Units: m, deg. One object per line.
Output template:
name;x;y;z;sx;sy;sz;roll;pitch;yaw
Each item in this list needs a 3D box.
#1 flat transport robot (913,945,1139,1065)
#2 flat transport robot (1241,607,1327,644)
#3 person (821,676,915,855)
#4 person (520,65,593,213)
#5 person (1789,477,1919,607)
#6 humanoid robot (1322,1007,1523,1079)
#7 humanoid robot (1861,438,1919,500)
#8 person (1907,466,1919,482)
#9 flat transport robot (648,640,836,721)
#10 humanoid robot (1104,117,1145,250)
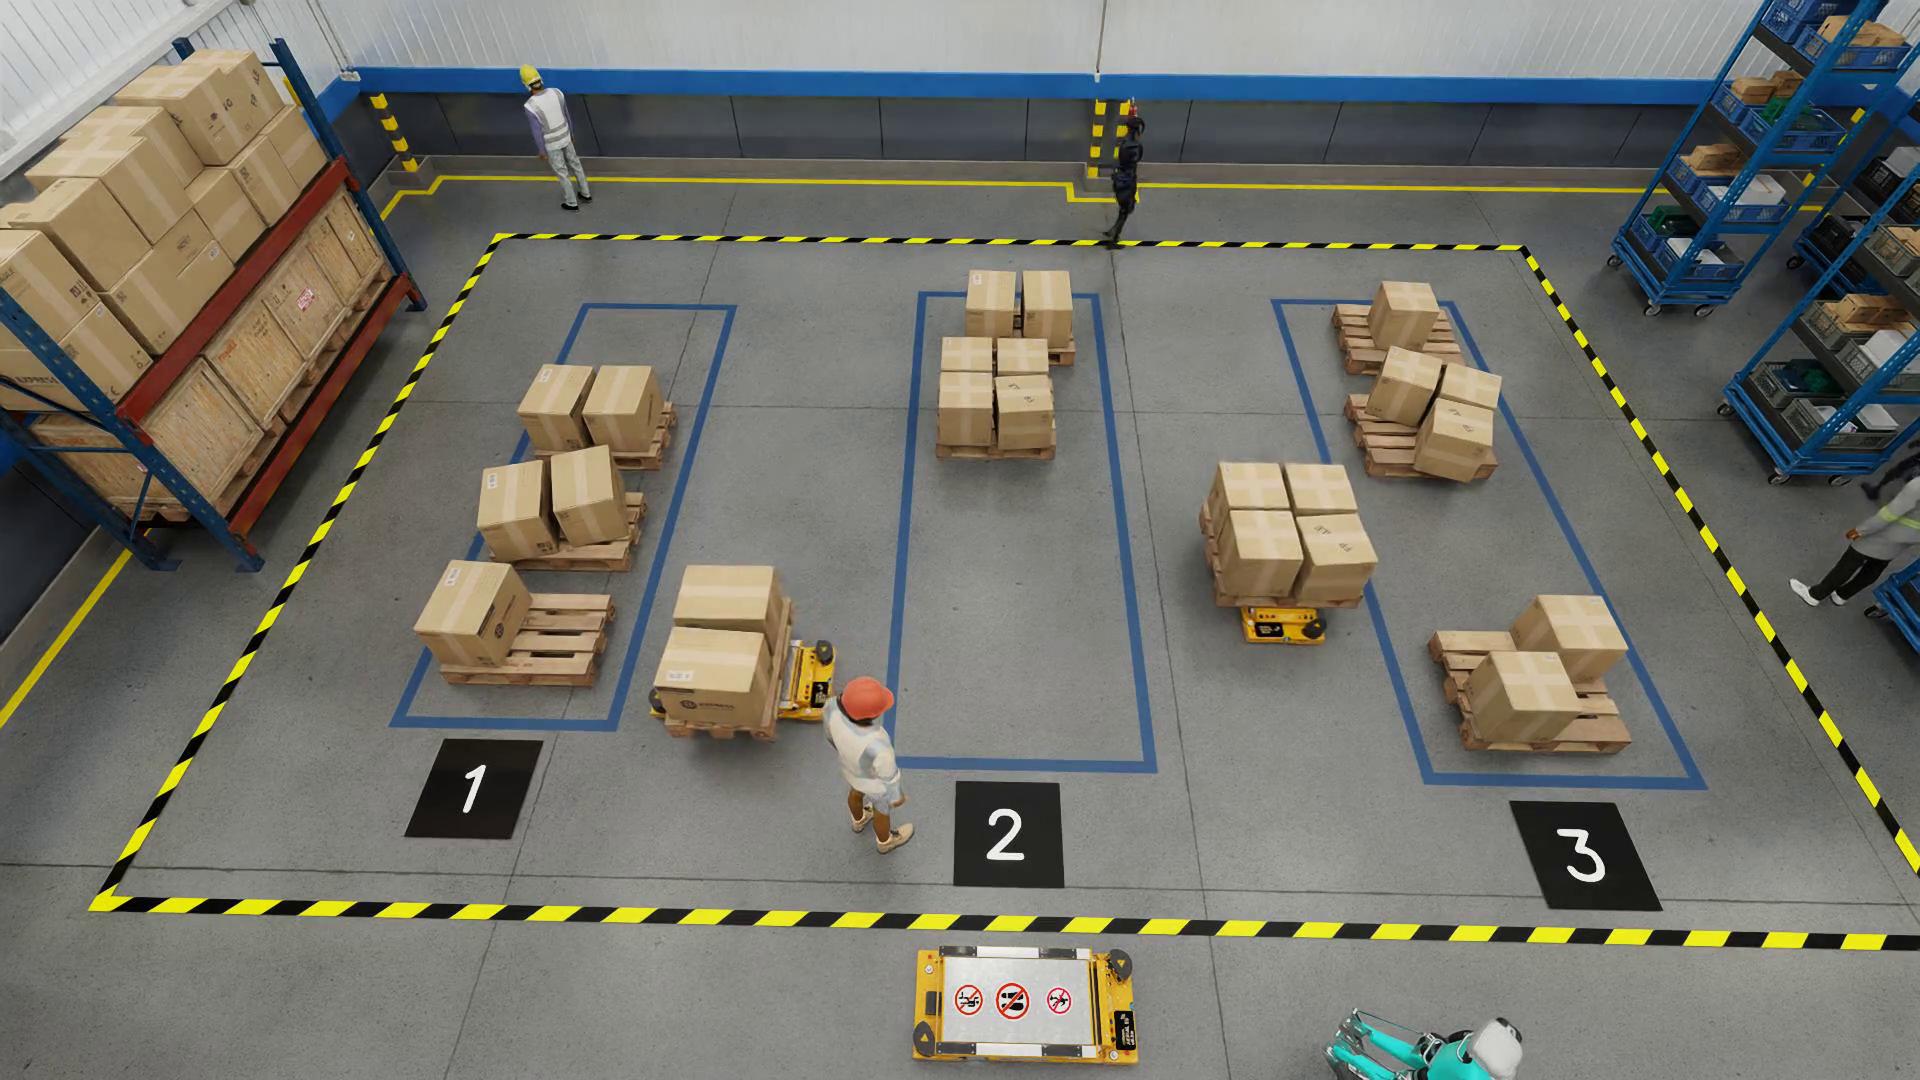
flat transport robot;0.422;3.041;6.007;1.431;0.231;0.659;1;51;1
flat transport robot;2.803;0.277;8.242;0.652;0.197;1.431;1;51;1
person;-0.590;1.505;6.119;0.613;2.035;0.391;36;59;26
person;-5.133;-5.060;11.608;0.403;1.822;0.588;25;55;19
person;7.687;-0.106;7.551;0.590;1.851;0.401;2;51;2
humanoid robot;2.442;2.848;5.134;0.533;1.672;0.735;-35;59;-25
humanoid robot;9.080;-0.898;8.303;0.608;1.649;0.368;9;51;8
person;9.623;-1.138;8.401;0.563;1.837;0.392;-3;51;-2
flat transport robot;-1.777;1.136;7.542;1.431;0.197;0.652;1;51;1
humanoid robot;2.004;-4.286;11.071;0.354;1.643;0.615;-7;51;-5
